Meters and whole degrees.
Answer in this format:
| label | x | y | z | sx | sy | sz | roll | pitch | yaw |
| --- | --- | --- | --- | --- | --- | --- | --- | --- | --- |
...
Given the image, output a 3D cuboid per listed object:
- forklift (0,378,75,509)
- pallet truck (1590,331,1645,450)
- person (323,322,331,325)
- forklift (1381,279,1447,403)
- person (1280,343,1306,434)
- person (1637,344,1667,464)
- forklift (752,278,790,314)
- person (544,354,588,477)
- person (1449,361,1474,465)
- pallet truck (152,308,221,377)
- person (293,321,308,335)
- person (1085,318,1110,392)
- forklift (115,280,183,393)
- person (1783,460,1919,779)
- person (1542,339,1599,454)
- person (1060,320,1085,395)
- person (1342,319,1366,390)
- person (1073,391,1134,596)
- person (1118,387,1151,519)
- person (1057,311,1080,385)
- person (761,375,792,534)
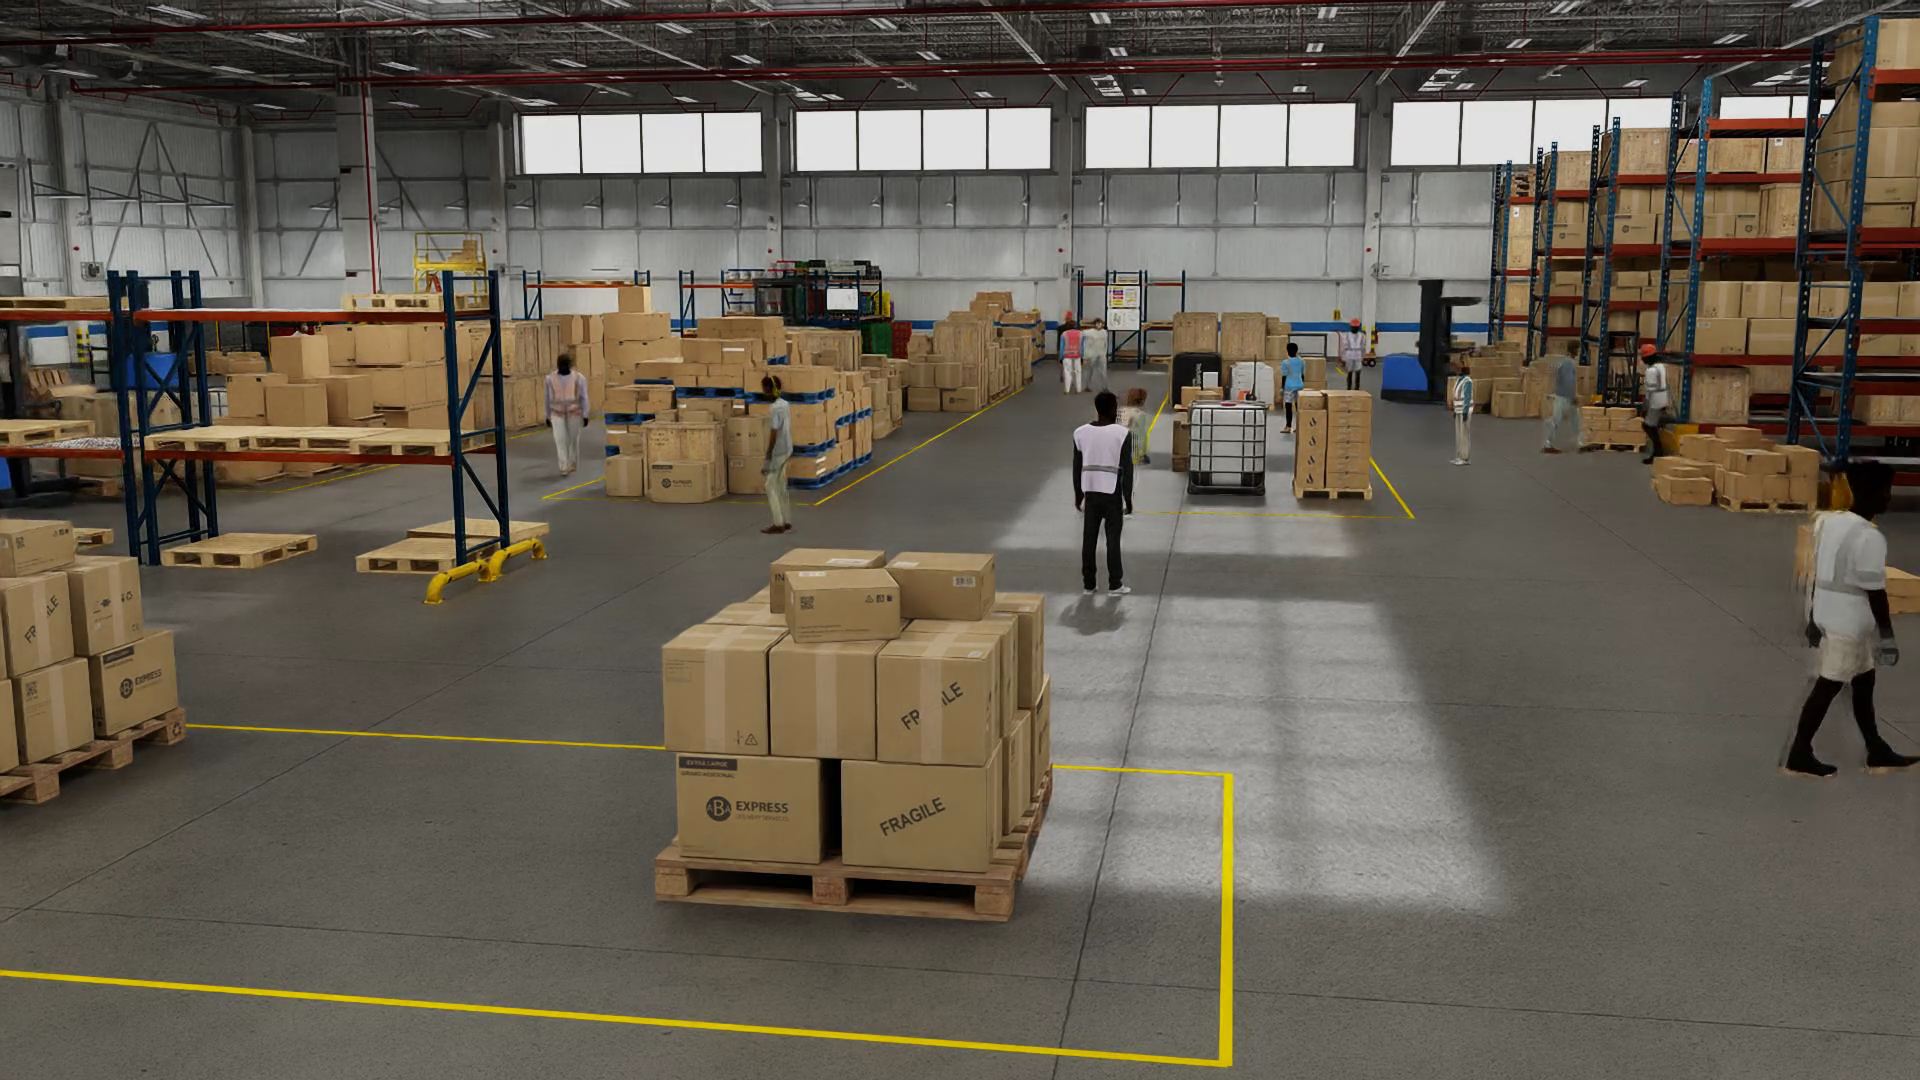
| label | x | y | z | sx | sy | sz | roll | pitch | yaw |
| --- | --- | --- | --- | --- | --- | --- | --- | --- | --- |
| forklift | -12.372 | -1.752 | 20.722 | 1.129 | 2.768 | 1.873 | 4 | 10 | 26 |
| pallet truck | 11.253 | -2.573 | 28.499 | 0.823 | 1.965 | 1.885 | 5 | 10 | 27 |
| person | -18.157 | -5.540 | 47.837 | 0.541 | 1.661 | 0.824 | -5 | 10 | -28 |
| forklift | 10.726 | -4.562 | 38.051 | 1.873 | 2.768 | 1.129 | 5 | 10 | 27 |
| person | 6.198 | -2.828 | 31.002 | 0.529 | 1.693 | 0.321 | -4 | 10 | -25 |
| person | 10.809 | -2.117 | 25.983 | 0.482 | 1.896 | 0.624 | 7 | 12 | 38 |
| forklift | -4.845 | -5.347 | 42.890 | 1.129 | 2.768 | 1.873 | -4 | 10 | -26 |
| person | -5.851 | -1.871 | 24.745 | 0.632 | 1.818 | 0.837 | -2 | 9 | -13 |
| person | 7.860 | -1.986 | 26.009 | 0.315 | 1.631 | 0.523 | 0 | 9 | -2 |
| pallet truck | -21.869 | -5.598 | 47.154 | 0.823 | 1.965 | 1.885 | 4 | 10 | 26 |
| person | -14.771 | -3.988 | 37.406 | 0.372 | 1.940 | 0.629 | 0 | 9 | 0 |
| person | 3.372 | -4.557 | 41.129 | 0.635 | 1.882 | 1.050 | -4 | 10 | -21 |
| forklift | -19.310 | -4.713 | 38.979 | 1.873 | 2.768 | 1.129 | 1 | 9 | 9 |
| person | 5.376 | 0.489 | 9.809 | 0.920 | 1.923 | 0.618 | 1 | 9 | 8 |
| person | 10.093 | -2.337 | 27.361 | 0.957 | 1.898 | 0.654 | 5 | 11 | 29 |
| person | 2.720 | -4.439 | 40.510 | 0.619 | 1.837 | 0.430 | -2 | 9 | -12 |
| person | 9.410 | -4.335 | 39.744 | 0.559 | 1.886 | 1.017 | 1 | 9 | 4 |
| person | 1.331 | -0.427 | 15.522 | 0.589 | 1.915 | 0.398 | 5 | 10 | 28 |
| person | 2.095 | -1.049 | 20.283 | 0.538 | 1.613 | 0.522 | -4 | 10 | -21 |
| person | 2.890 | -5.074 | 43.993 | 0.628 | 1.981 | 0.504 | -2 | 9 | -10 |
| person | -2.112 | -0.977 | 19.117 | 0.345 | 1.864 | 0.557 | 2 | 9 | 10 |
